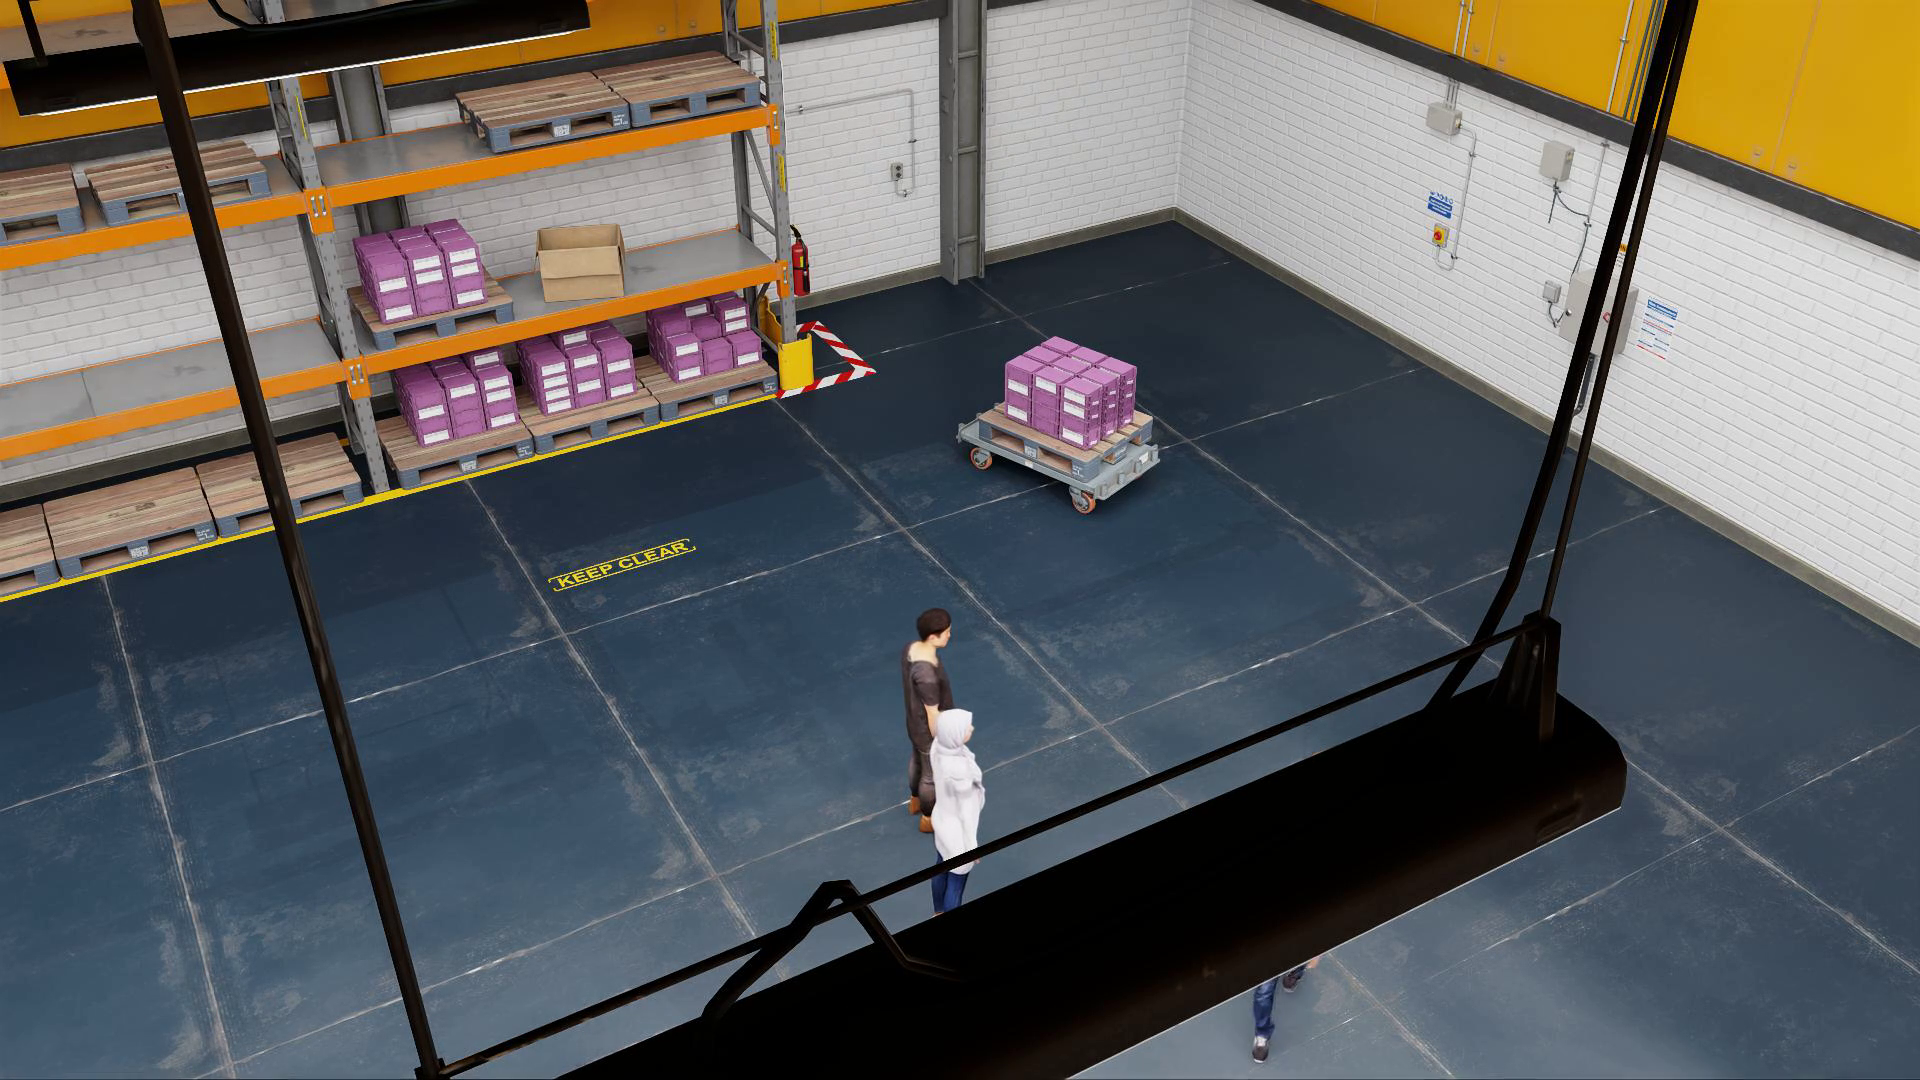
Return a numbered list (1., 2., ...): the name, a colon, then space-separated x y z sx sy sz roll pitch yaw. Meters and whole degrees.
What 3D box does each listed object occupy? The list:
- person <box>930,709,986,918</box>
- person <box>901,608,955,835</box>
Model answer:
1. person: -0.038 1.705 9.868 0.574 1.775 0.648 -12 36 -18
2. person: -0.215 1.162 10.743 0.621 1.710 0.667 -10 35 -14
